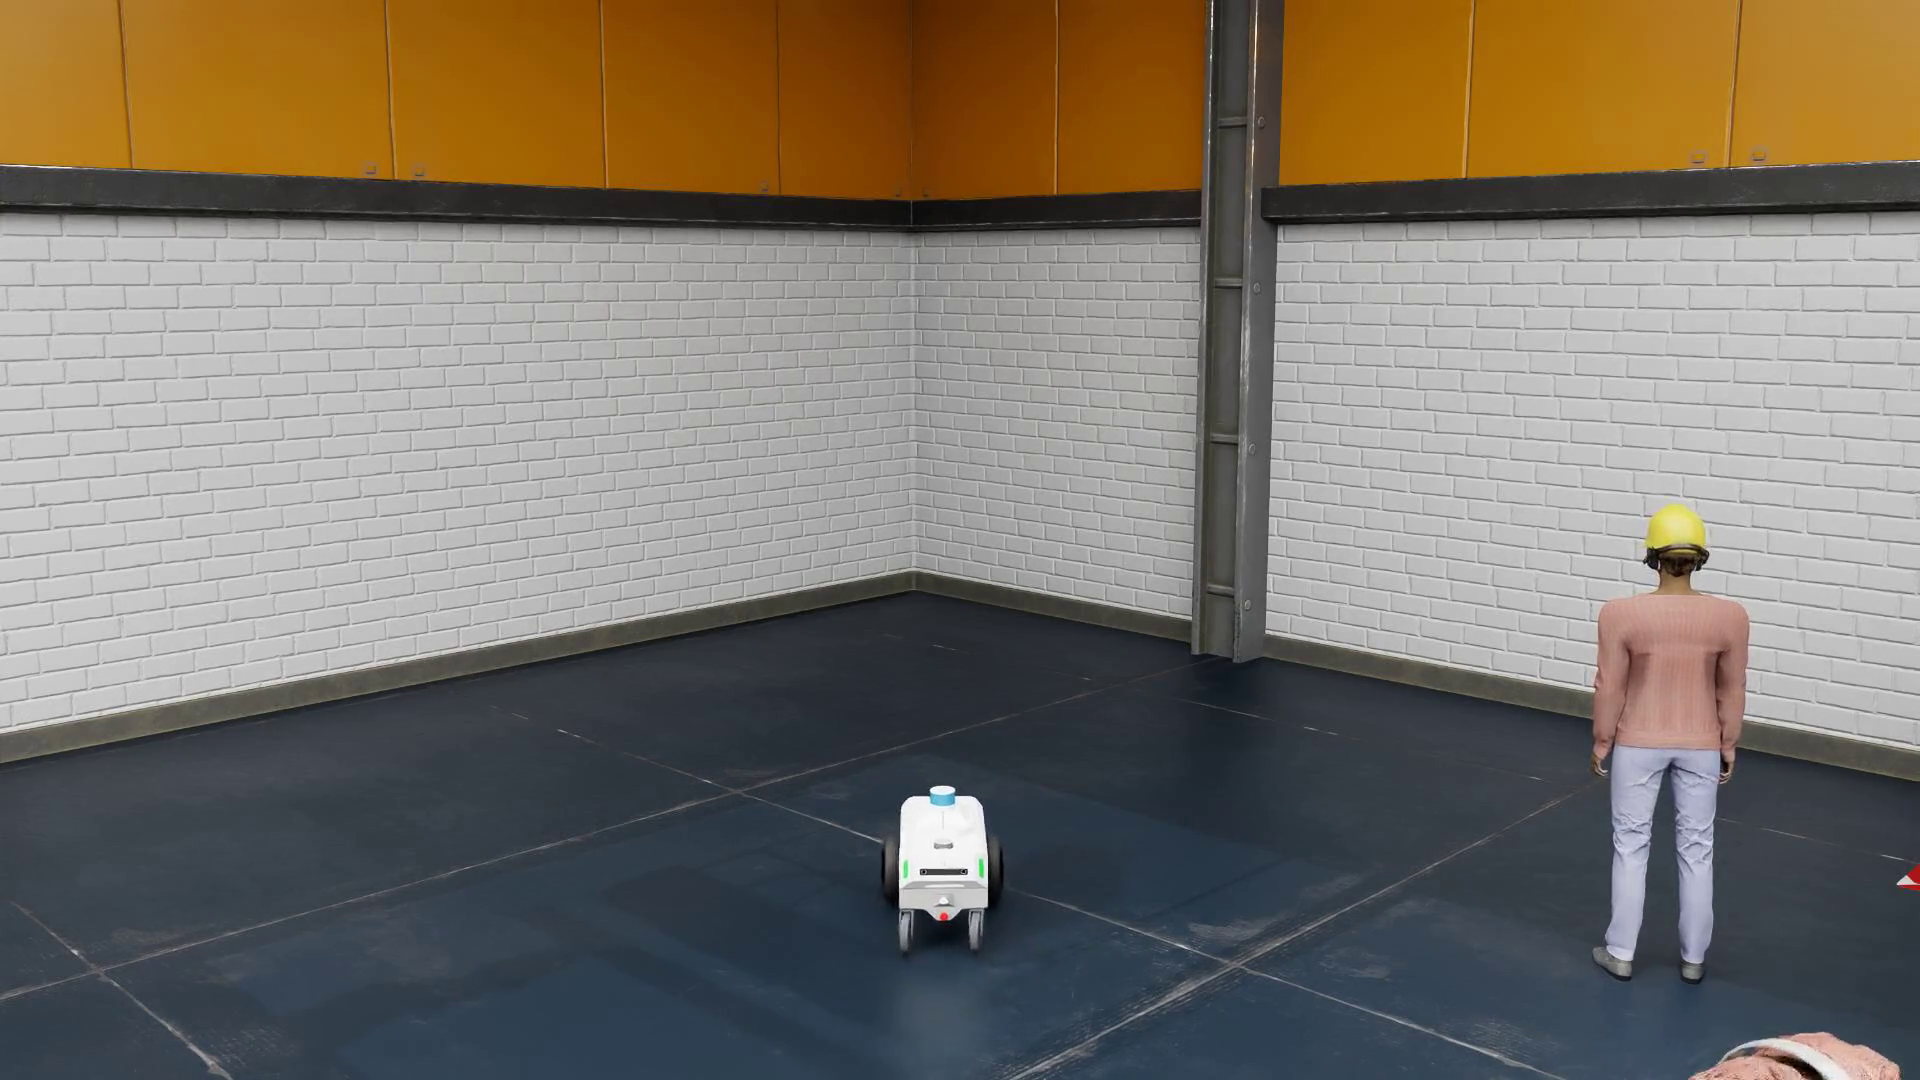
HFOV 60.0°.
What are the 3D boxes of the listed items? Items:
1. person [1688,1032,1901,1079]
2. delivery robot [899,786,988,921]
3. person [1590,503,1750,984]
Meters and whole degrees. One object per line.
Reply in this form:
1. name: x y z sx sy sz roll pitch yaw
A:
1. person: 0.818 1.401 1.689 0.650 1.885 0.664 -4 10 -21
2. delivery robot: -0.068 1.220 6.590 0.477 0.478 0.707 0 9 -1
3. person: 2.570 0.747 6.067 0.525 1.772 0.304 2 9 9
